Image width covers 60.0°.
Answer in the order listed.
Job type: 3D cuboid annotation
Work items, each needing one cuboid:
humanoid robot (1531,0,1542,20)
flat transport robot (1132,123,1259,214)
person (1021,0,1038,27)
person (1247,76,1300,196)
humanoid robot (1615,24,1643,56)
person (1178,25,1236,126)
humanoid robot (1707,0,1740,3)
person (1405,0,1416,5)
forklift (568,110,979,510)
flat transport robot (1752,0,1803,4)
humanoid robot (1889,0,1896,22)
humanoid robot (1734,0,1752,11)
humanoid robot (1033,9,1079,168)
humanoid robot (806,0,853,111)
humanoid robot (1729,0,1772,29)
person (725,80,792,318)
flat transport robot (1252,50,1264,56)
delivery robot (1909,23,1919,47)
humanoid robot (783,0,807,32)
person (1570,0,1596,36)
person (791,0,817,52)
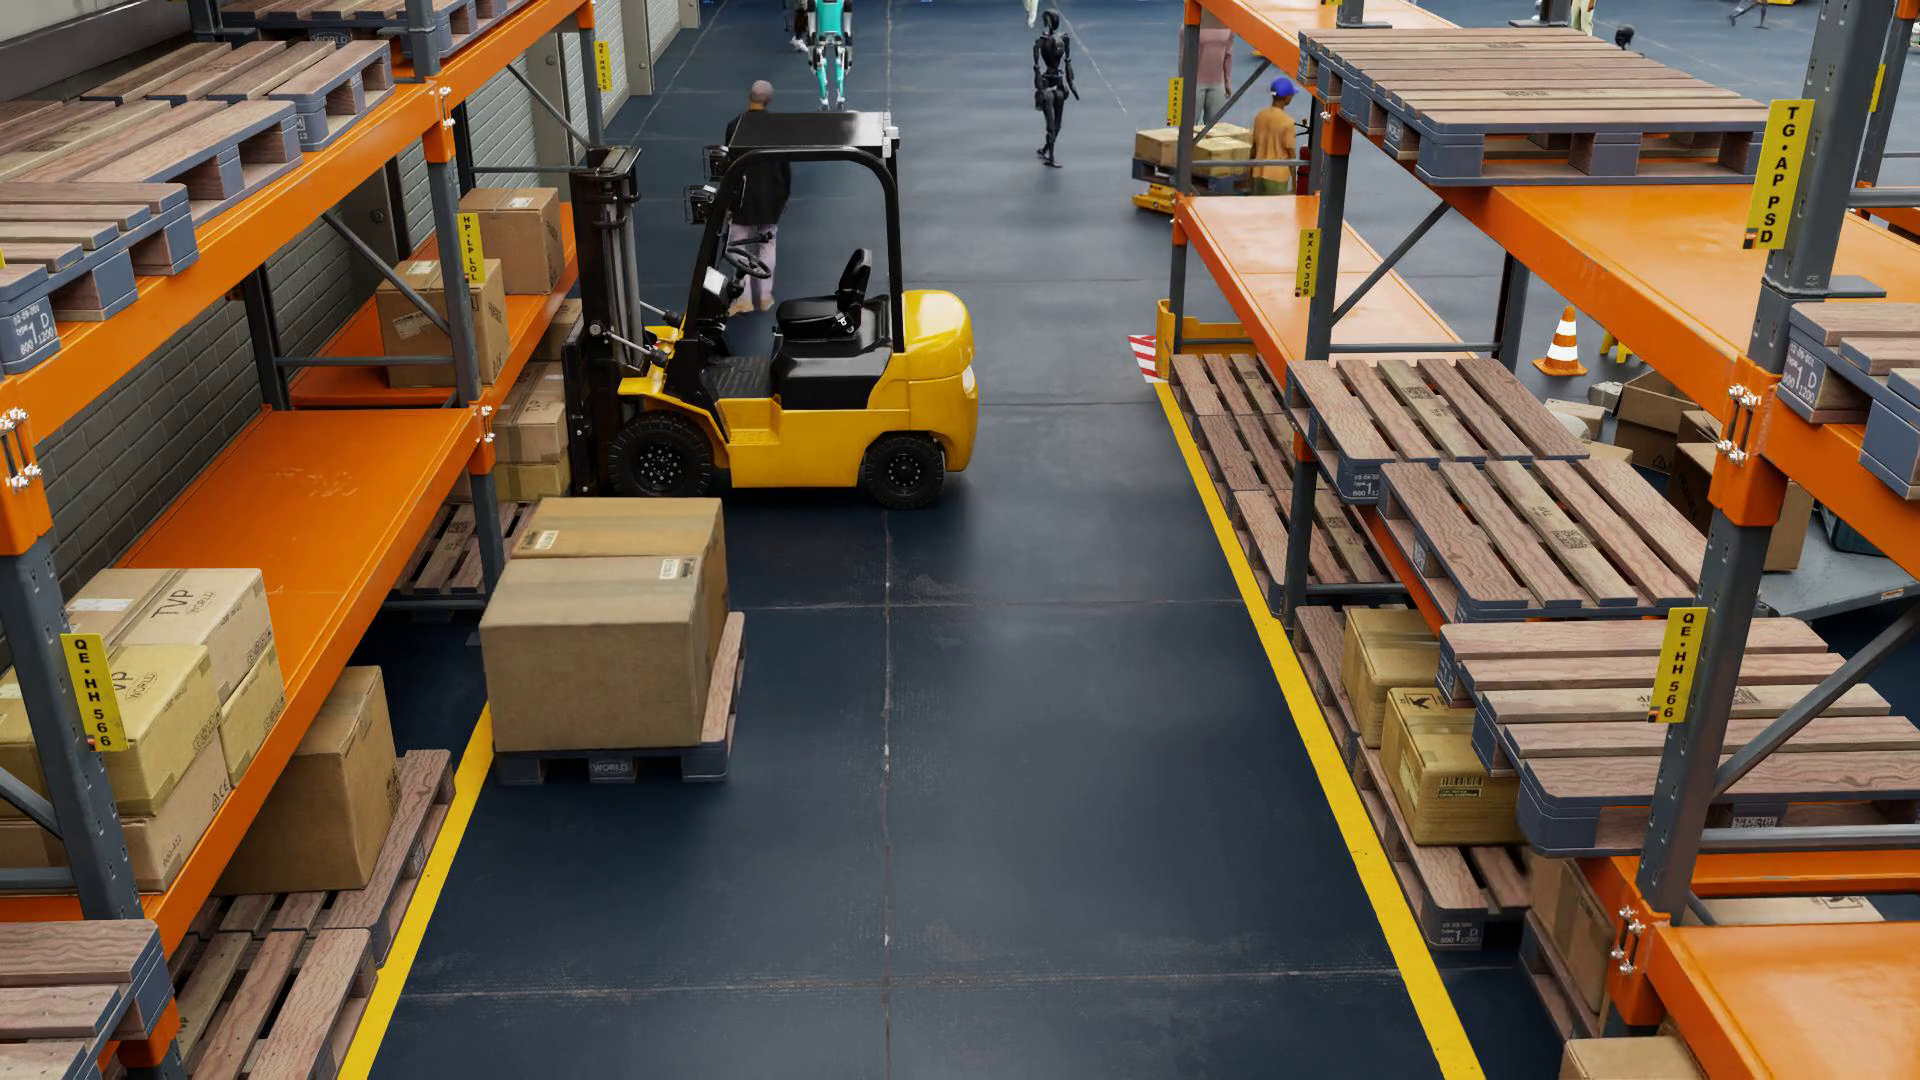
[{"bbox_3d":[6.533,-4.906,18.038,0.849,1.812,0.532,7,26,15],"label":"humanoid robot"},{"bbox_3d":[2.476,-3.512,16.740,1.431,0.231,0.659,-20,32,-36],"label":"flat transport robot"},{"bbox_3d":[1.174,-9.395,27.488,0.563,1.731,0.557,7,26,14],"label":"person"},{"bbox_3d":[2.657,-3.052,14.083,0.418,1.706,0.448,-15,29,-29],"label":"person"},{"bbox_3d":[6.666,-4.421,17.028,0.599,1.661,0.337,-3,25,-6],"label":"humanoid robot"},{"bbox_3d":[2.589,-4.800,17.517,0.629,1.938,0.373,-8,26,-16],"label":"person"},{"bbox_3d":[13.960,-10.569,30.048,0.540,1.639,0.609,16,30,31],"label":"humanoid robot"},{"bbox_3d":[6.848,-8.463,25.394,0.387,1.837,0.561,23,33,39],"label":"person"},{"bbox_3d":[-1.043,-1.379,9.976,2.313,2.155,1.214,-1,25,-2],"label":"forklift"},{"bbox_3d":[15.053,-9.999,30.478,0.659,0.231,1.431,18,31,33],"label":"flat transport robot"},{"bbox_3d":[15.705,-9.507,27.800,0.497,1.638,0.588,-21,32,-37],"label":"humanoid robot"},{"bbox_3d":[13.868,-10.119,29.059,0.539,1.823,0.673,-15,29,-29],"label":"humanoid robot"},{"bbox_3d":[1.031,-4.934,18.140,0.612,1.649,0.611,-20,32,-36],"label":"humanoid robot"},{"bbox_3d":[-1.487,-5.536,19.238,0.536,1.726,0.709,-3,25,-6],"label":"humanoid robot"},{"bbox_3d":[13.081,-9.227,27.218,0.650,1.639,0.608,14,29,27],"label":"humanoid robot"},{"bbox_3d":[-1.632,-2.691,13.195,0.692,1.817,0.513,-11,27,-22],"label":"person"},{"bbox_3d":[5.085,-7.405,24.985,0.659,0.231,1.431,23,34,40],"label":"flat transport robot"},{"bbox_3d":[14.667,-7.658,25.208,0.807,0.613,0.499,-14,29,-28],"label":"delivery robot"},{"bbox_3d":[-2.765,-9.072,26.878,0.612,1.646,0.458,6,26,12],"label":"humanoid robot"},{"bbox_3d":[8.924,-7.722,23.759,0.401,1.893,0.518,-7,26,-15],"label":"person"},{"bbox_3d":[-2.366,-8.268,24.917,0.453,1.883,0.581,-1,25,-2],"label":"person"}]
